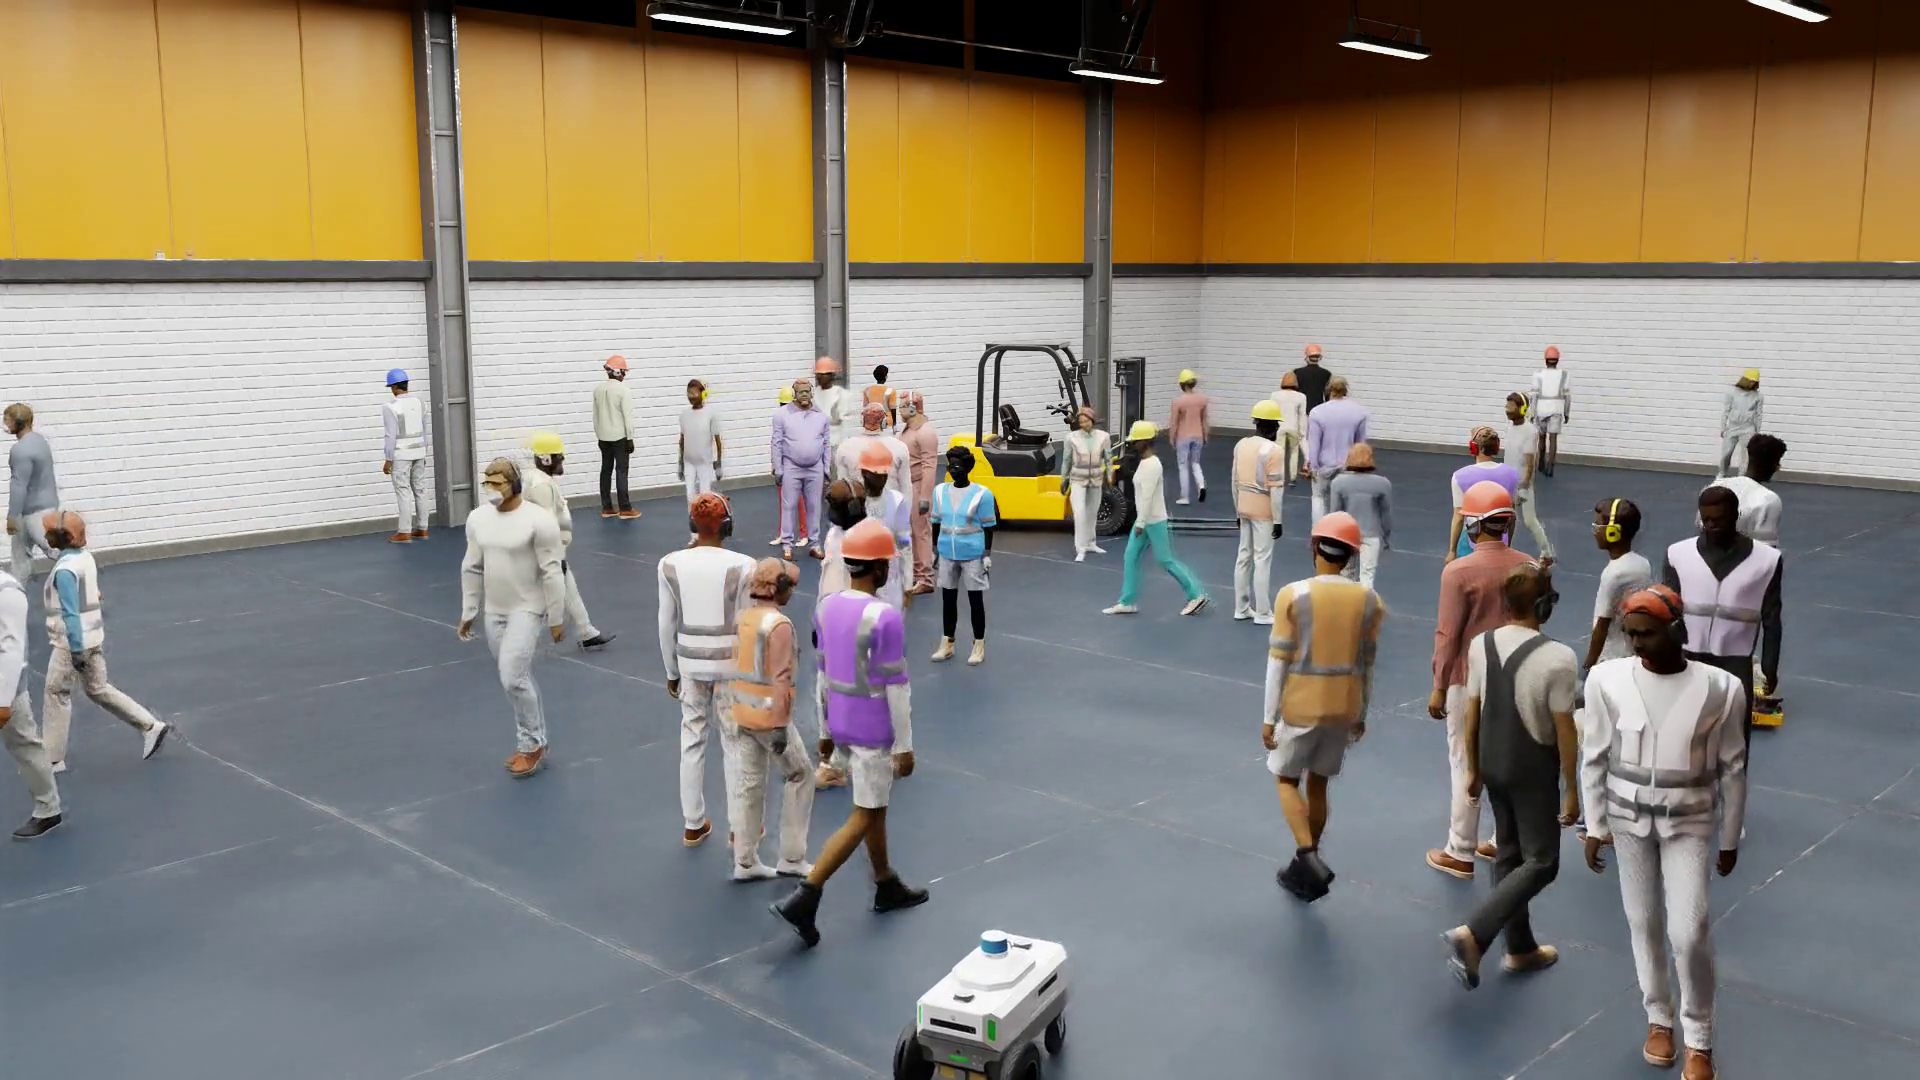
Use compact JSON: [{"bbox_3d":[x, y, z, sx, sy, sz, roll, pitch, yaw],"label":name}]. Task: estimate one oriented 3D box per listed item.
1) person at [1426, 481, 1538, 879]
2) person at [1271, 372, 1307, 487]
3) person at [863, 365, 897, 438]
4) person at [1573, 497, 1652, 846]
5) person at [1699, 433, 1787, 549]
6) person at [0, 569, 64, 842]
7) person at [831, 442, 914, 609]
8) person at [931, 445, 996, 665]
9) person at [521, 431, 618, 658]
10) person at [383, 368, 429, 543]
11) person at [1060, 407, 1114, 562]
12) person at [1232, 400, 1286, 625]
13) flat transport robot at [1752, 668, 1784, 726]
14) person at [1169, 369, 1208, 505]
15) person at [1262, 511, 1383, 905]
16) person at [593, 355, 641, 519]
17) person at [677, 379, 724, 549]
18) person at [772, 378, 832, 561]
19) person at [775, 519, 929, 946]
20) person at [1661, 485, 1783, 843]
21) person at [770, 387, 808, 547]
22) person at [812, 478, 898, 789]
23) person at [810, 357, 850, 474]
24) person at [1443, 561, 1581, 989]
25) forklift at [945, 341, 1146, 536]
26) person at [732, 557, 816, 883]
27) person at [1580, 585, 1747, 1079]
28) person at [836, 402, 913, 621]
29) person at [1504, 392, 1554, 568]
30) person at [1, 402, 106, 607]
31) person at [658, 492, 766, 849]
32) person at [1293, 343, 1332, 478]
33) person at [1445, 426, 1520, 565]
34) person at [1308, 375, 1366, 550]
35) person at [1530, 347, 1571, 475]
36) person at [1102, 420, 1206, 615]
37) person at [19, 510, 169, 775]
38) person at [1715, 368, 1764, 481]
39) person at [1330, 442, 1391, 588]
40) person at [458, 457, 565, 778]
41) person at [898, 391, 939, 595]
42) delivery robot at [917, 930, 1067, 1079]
[{"bbox_3d":[2.614,0.694,8.352,0.622,1.987,0.406,-5,10,-27],"label":"person"},{"bbox_3d":[4.550,-1.526,23.117,0.514,1.605,0.754,2,10,14],"label":"person"},{"bbox_3d":[-1.122,-1.619,23.430,0.533,1.690,0.321,4,10,23],"label":"person"},{"bbox_3d":[3.375,0.702,8.727,0.525,1.853,0.516,6,11,32],"label":"person"},{"bbox_3d":[5.309,0.230,11.341,0.470,1.932,0.673,-3,10,-16],"label":"person"},{"bbox_3d":[-5.072,0.759,8.544,0.621,1.779,0.915,4,10,22],"label":"person"},{"bbox_3d":[-0.556,0.286,11.164,0.548,1.876,0.992,-5,10,-26],"label":"person"},{"bbox_3d":[0.012,0.117,12.762,0.539,1.694,0.319,5,10,26],"label":"person"},{"bbox_3d":[-3.207,0.042,12.966,0.949,1.780,0.618,-2,9,-12],"label":"person"},{"bbox_3d":[-6.155,-0.933,18.456,0.396,1.940,0.601,5,10,26],"label":"person"},{"bbox_3d":[1.340,-0.597,17.435,0.558,1.606,0.600,-2,10,-13],"label":"person"},{"bbox_3d":[2.563,-0.236,14.229,0.384,1.924,0.589,-5,11,-29],"label":"person"},{"bbox_3d":[5.307,1.008,11.656,0.652,0.197,1.431,3,10,18],"label":"flat transport robot"},{"bbox_3d":[2.932,-1.303,21.269,0.551,1.751,0.427,-3,10,-19],"label":"person"},{"bbox_3d":[1.723,0.820,7.878,0.590,1.893,0.603,-2,9,-11],"label":"person"},{"bbox_3d":[-4.193,-1.253,20.274,0.612,1.986,0.401,6,11,33],"label":"person"},{"bbox_3d":[-2.834,-0.844,18.180,0.516,1.855,0.602,4,10,21],"label":"person"},{"bbox_3d":[-1.635,-0.735,17.336,0.638,1.911,0.406,-4,10,-21],"label":"person"},{"bbox_3d":[-0.500,0.861,7.561,0.876,1.915,0.555,-7,12,-38],"label":"person"},{"bbox_3d":[4.046,0.652,8.915,0.609,1.884,0.694,5,11,29],"label":"person"},{"bbox_3d":[-1.855,-0.799,18.187,0.522,1.761,0.321,5,10,28],"label":"person"},{"bbox_3d":[-0.714,0.540,9.804,0.805,1.809,0.666,-5,10,-27],"label":"person"},{"bbox_3d":[-1.539,-1.223,20.101,0.624,1.995,1.071,6,11,31],"label":"person"},{"bbox_3d":[2.313,0.996,6.970,0.702,1.830,0.522,-6,11,-31],"label":"person"},{"bbox_3d":[0.977,-1.223,19.452,2.313,2.155,1.214,2,9,11],"label":"forklift"},{"bbox_3d":[-0.905,0.895,8.227,0.563,1.606,0.583,-5,11,-30],"label":"person"},{"bbox_3d":[2.598,1.098,6.235,0.575,1.859,0.641,6,11,33],"label":"person"},{"bbox_3d":[-0.721,-0.217,14.169,0.641,1.908,0.407,1,9,3],"label":"person"},{"bbox_3d":[5.572,-0.555,16.517,0.968,1.830,0.539,-3,10,-19],"label":"person"},{"bbox_3d":[-8.059,-0.262,14.540,1.040,1.891,0.652,-3,10,-17],"label":"person"},{"bbox_3d":[-1.282,0.686,8.706,0.574,1.883,0.355,2,9,12],"label":"person"},{"bbox_3d":[5.108,-1.876,24.176,0.623,1.970,0.877,-1,9,-8],"label":"person"},{"bbox_3d":[3.974,0.056,12.674,0.566,1.847,0.390,-3,10,-18],"label":"person"},{"bbox_3d":[3.976,-0.797,17.710,0.639,1.913,0.763,0,9,0],"label":"person"},{"bbox_3d":[8.733,-1.911,24.621,0.562,1.888,0.986,3,10,17],"label":"person"},{"bbox_3d":[1.726,-0.189,14.534,0.859,1.727,0.518,-1,9,-8],"label":"person"},{"bbox_3d":[-5.269,0.606,10.023,0.754,1.613,0.517,-2,9,-11],"label":"person"},{"bbox_3d":[10.719,-1.534,22.843,0.512,1.701,0.703,3,10,19],"label":"person"},{"bbox_3d":[3.342,-0.017,13.903,0.501,1.596,0.837,2,10,14],"label":"person"},{"bbox_3d":[-2.708,0.463,9.954,0.625,1.918,0.599,5,11,28],"label":"person"},{"bbox_3d":[-0.438,-0.442,15.561,0.402,1.904,0.638,-3,10,-20],"label":"person"},{"bbox_3d":[0.129,1.706,6.223,0.477,0.478,0.707,4,10,26],"label":"delivery robot"}]
